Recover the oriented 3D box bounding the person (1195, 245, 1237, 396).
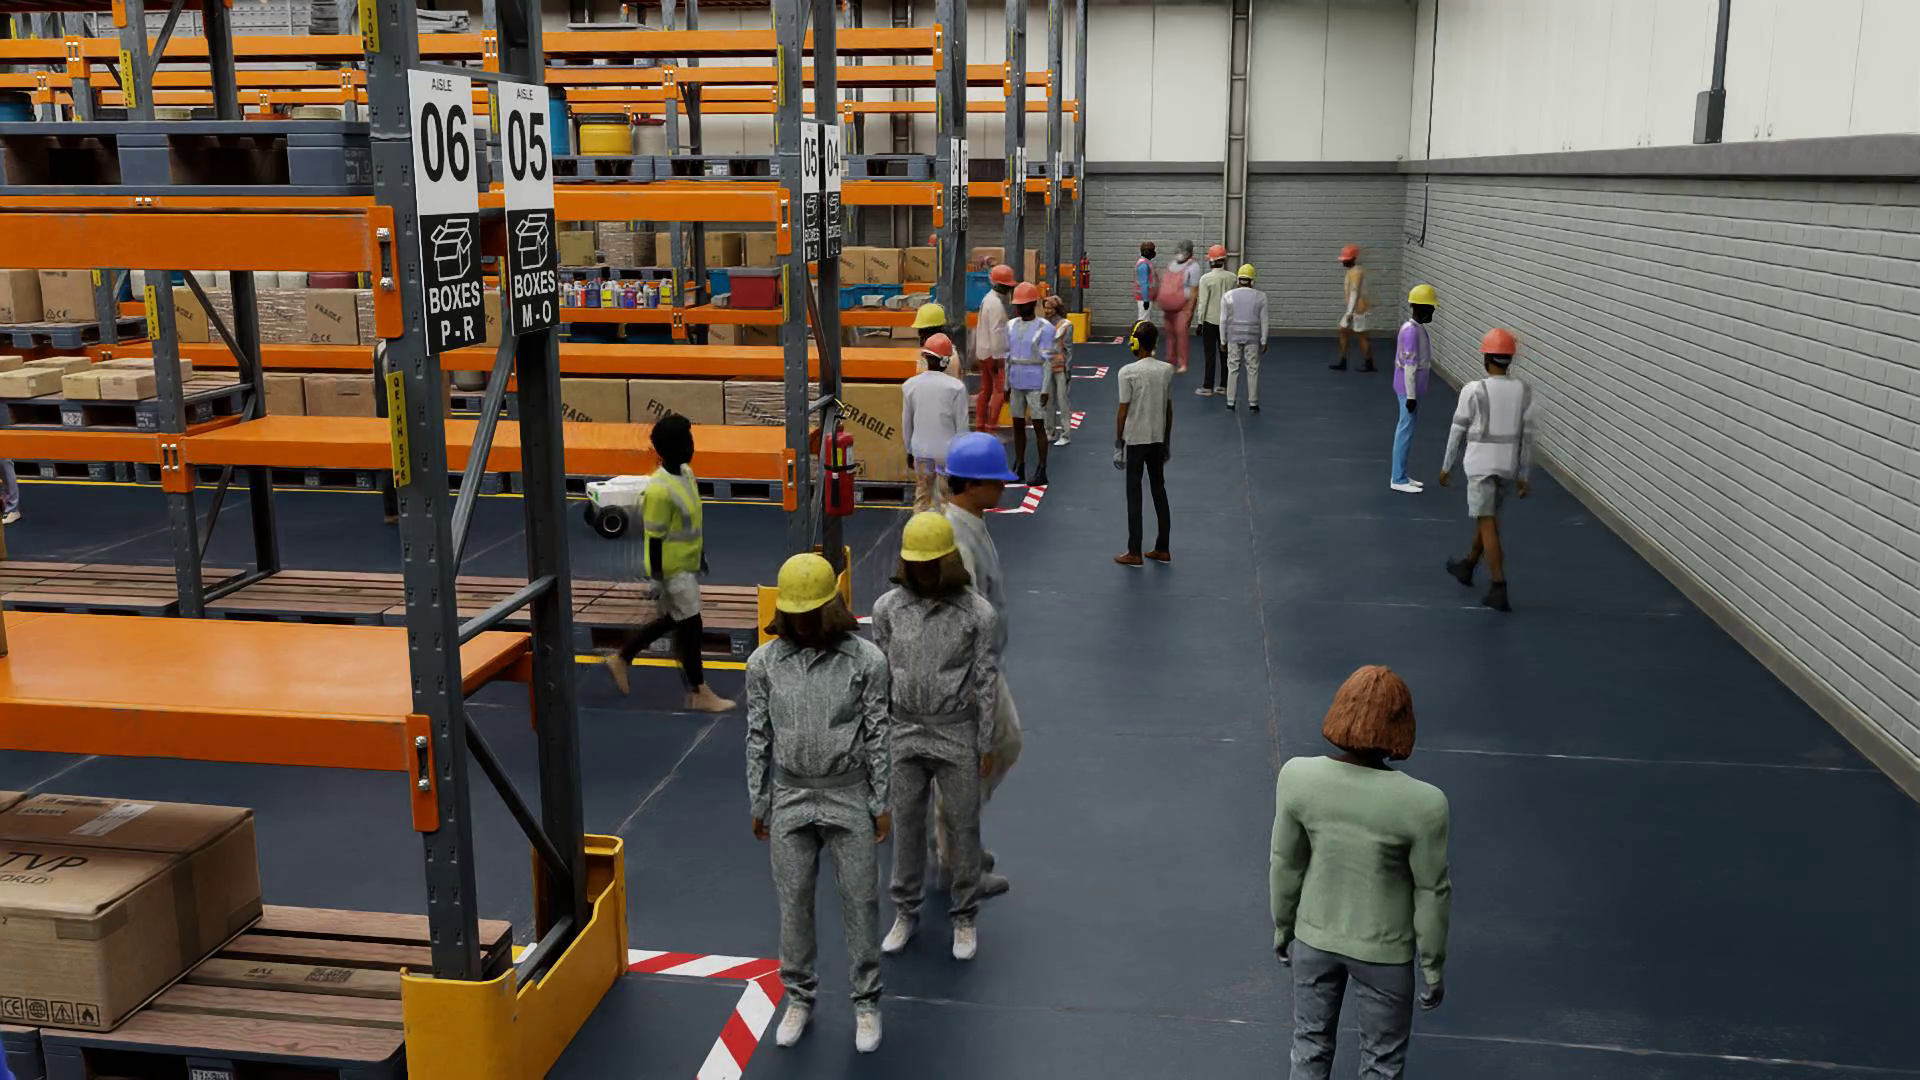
[{"bbox_3d":[3.411,-2.921,22.158,0.612,1.997,0.375,-7,14,-29],"label":"person"}]

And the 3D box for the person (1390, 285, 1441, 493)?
[{"bbox_3d":[4.237,-1.411,15.502,0.385,1.925,0.592,4,13,18],"label":"person"}]

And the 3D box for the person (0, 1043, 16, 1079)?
[{"bbox_3d":[-1.312,1.508,2.272,0.616,1.946,0.392,3,13,14],"label":"person"}]

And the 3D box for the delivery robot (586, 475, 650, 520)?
[{"bbox_3d":[-2.707,-0.379,13.752,0.707,0.478,0.477,-6,14,-24],"label":"delivery robot"}]

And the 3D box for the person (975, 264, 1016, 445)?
[{"bbox_3d":[0.383,-2.028,18.209,0.426,1.965,0.656,-2,13,-8],"label":"person"}]

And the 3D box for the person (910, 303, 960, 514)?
[{"bbox_3d":[-0.178,-0.985,13.609,0.483,1.910,0.600,-6,14,-26],"label":"person"}]

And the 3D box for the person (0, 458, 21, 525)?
[{"bbox_3d":[-8.235,-0.997,14.018,0.524,1.760,0.327,3,13,13],"label":"person"}]

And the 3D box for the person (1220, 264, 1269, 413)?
[{"bbox_3d":[3.511,-2.488,20.575,0.595,1.831,0.403,3,13,14],"label":"person"}]

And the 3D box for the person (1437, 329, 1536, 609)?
[{"bbox_3d":[3.666,-0.521,11.581,0.547,1.884,0.996,-3,13,-15],"label":"person"}]

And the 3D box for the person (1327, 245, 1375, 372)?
[{"bbox_3d":[5.827,-3.424,24.665,0.831,1.883,0.561,0,12,-1],"label":"person"}]

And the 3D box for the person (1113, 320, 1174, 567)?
[{"bbox_3d":[1.389,-0.725,12.573,0.513,1.860,0.328,-7,14,-28],"label":"person"}]

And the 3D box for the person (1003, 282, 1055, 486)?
[{"bbox_3d":[0.627,-1.473,15.779,0.543,1.929,0.381,10,16,37],"label":"person"}]

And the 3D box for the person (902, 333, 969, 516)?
[{"bbox_3d":[-0.167,-0.695,12.658,0.562,1.753,0.334,7,14,29],"label":"person"}]

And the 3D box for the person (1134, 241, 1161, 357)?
[{"bbox_3d":[3.025,-3.898,26.923,0.429,1.844,0.627,2,13,7],"label":"person"}]

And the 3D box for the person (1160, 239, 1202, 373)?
[{"bbox_3d":[3.173,-3.496,24.653,0.536,2.000,0.847,-8,15,-33],"label":"person"}]

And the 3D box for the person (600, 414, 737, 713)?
[{"bbox_3d":[-1.636,0.132,9.117,0.743,1.672,0.542,1,13,5],"label":"person"}]

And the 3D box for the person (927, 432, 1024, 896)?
[{"bbox_3d":[0.038,0.521,6.763,0.436,1.931,0.626,2,13,11],"label":"person"}]

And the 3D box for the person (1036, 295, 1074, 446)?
[{"bbox_3d":[1.037,-1.849,18.153,0.317,1.631,0.523,-12,17,-42],"label":"person"}]

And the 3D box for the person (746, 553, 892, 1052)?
[{"bbox_3d":[-0.474,0.882,5.594,0.494,1.732,0.324,1,13,5],"label":"person"}]

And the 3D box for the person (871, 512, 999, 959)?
[{"bbox_3d":[-0.102,0.738,6.245,0.487,1.736,0.341,3,13,13],"label":"person"}]

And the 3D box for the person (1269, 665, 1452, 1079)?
[{"bbox_3d":[1.106,1.143,4.641,0.507,1.632,0.267,8,15,33],"label":"person"}]
